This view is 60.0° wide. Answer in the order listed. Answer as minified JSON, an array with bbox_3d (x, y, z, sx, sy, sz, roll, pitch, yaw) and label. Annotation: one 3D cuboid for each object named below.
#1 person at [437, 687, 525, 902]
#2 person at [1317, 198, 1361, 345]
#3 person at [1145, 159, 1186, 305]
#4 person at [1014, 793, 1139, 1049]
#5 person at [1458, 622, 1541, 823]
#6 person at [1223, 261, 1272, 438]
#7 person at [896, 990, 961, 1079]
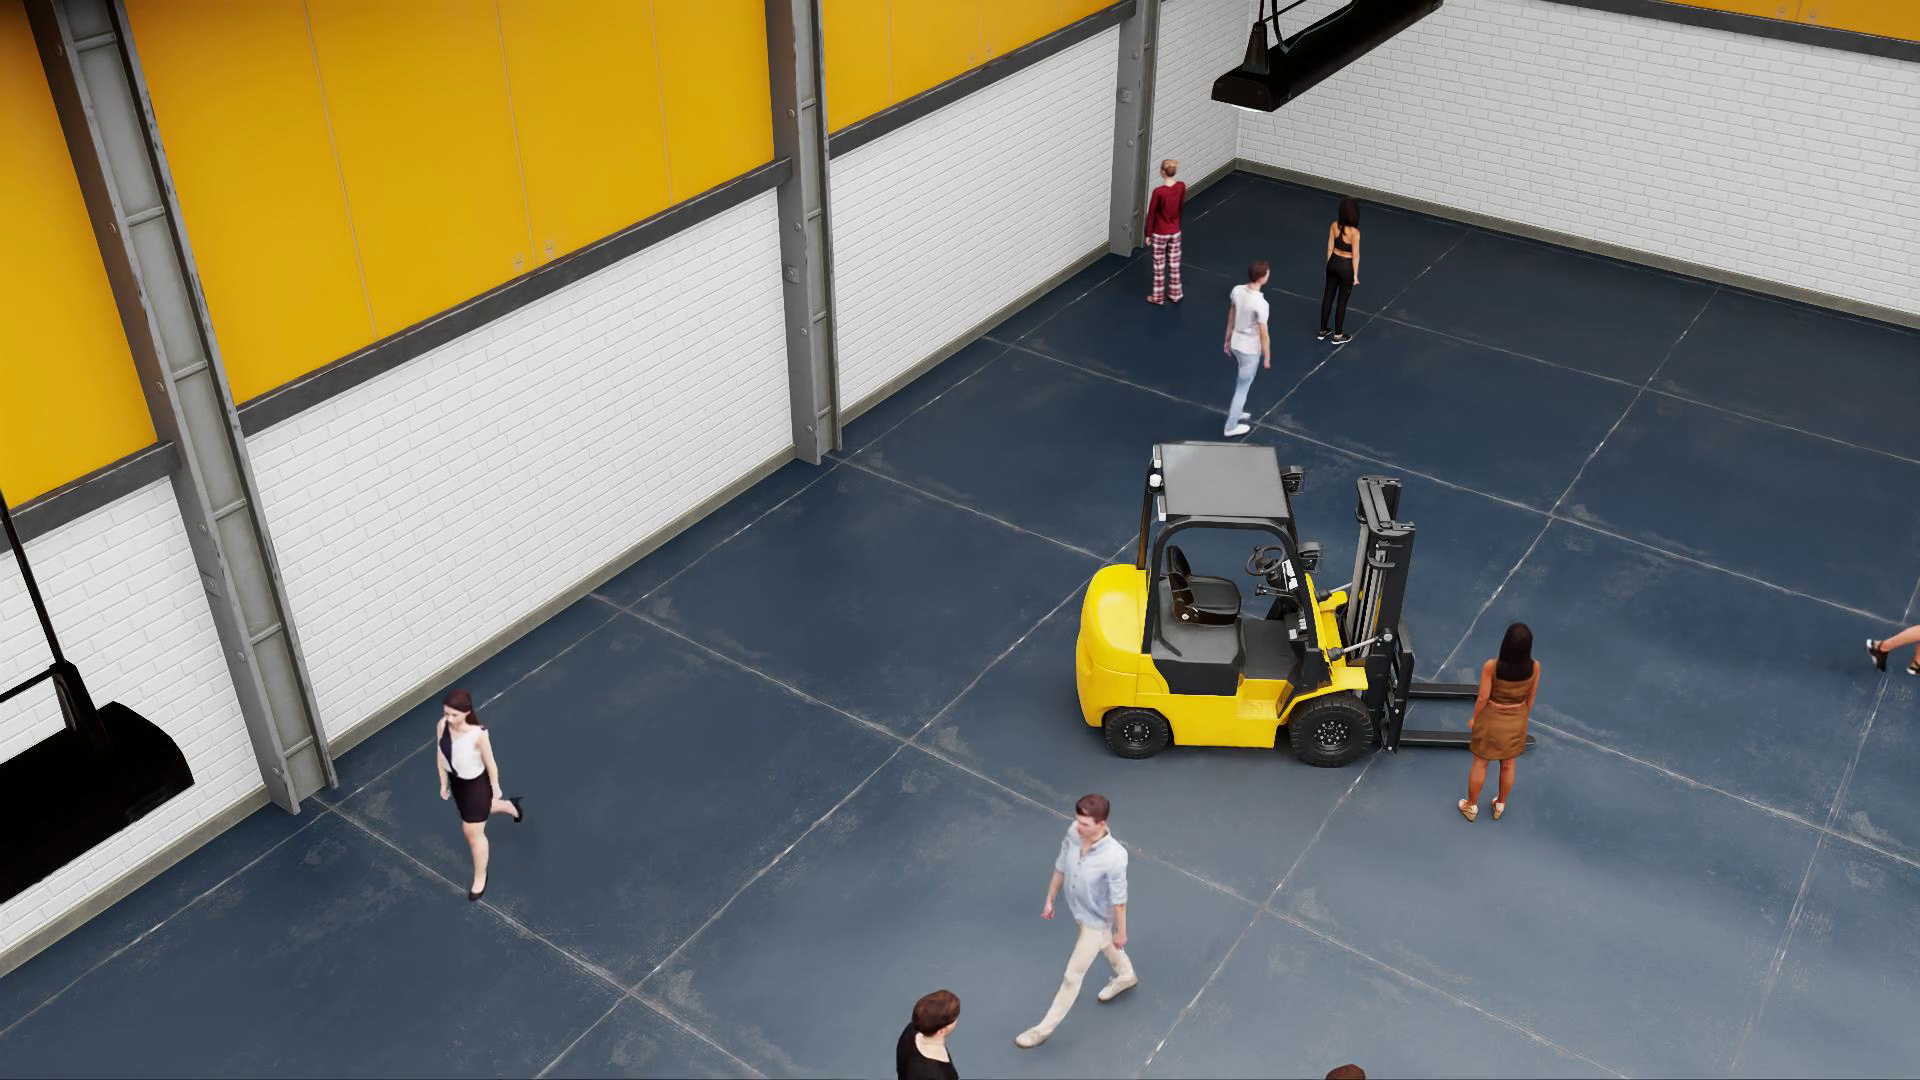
[{"bbox_3d":[-3.236,1.613,11.162,0.702,1.624,1.052,12,36,18],"label":"person"},{"bbox_3d":[4.106,-2.914,17.955,0.582,1.643,0.534,29,43,36],"label":"person"},{"bbox_3d":[2.334,-3.486,18.768,0.656,1.696,0.779,-16,37,-23],"label":"person"},{"bbox_3d":[0.869,2.230,10.078,1.304,1.796,0.990,-19,38,-26],"label":"person"},{"bbox_3d":[3.772,1.277,11.608,0.647,1.690,0.681,-1,34,-1],"label":"person"},{"bbox_3d":[2.702,-1.823,16.143,0.814,1.833,0.796,-18,38,-25],"label":"person"},{"bbox_3d":[-0.265,3.106,8.697,1.277,1.866,1.106,-13,36,-18],"label":"person"}]
